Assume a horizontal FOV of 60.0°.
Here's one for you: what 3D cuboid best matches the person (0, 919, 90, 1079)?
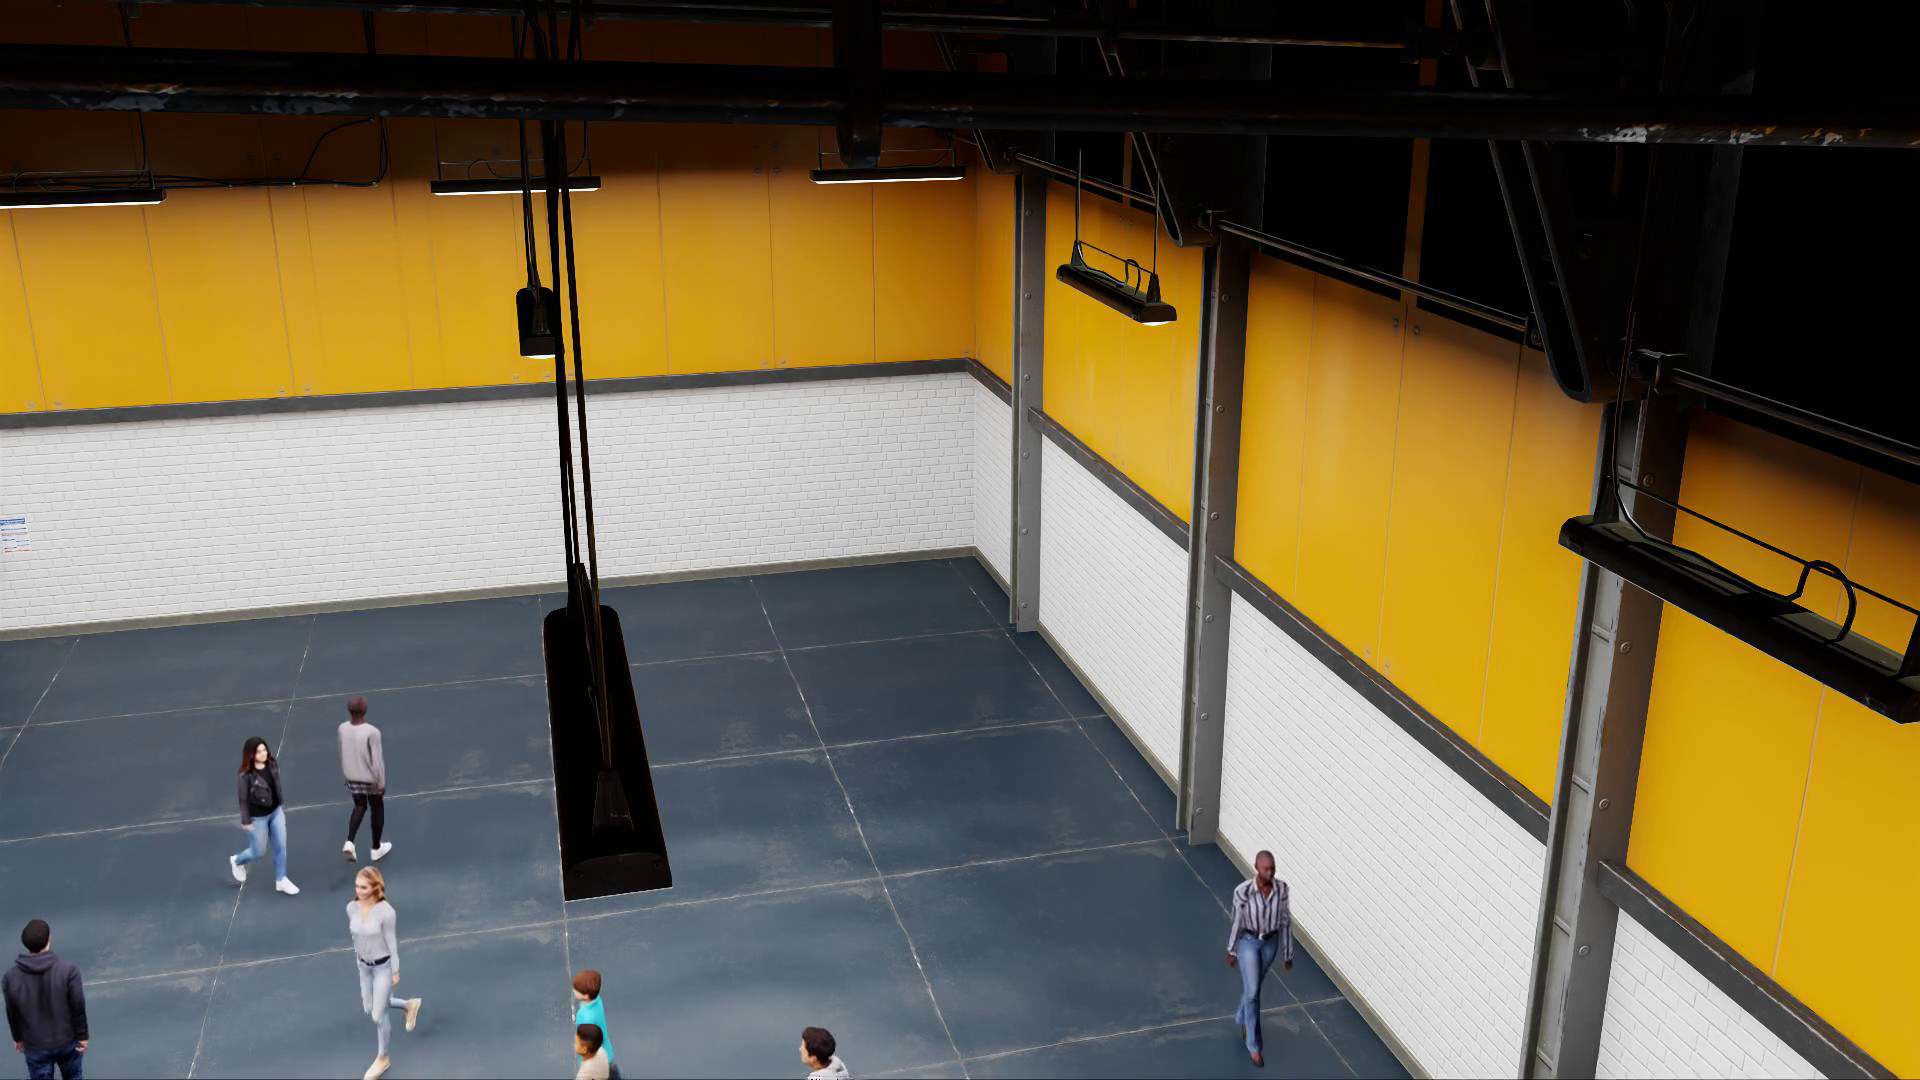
[{"bbox_3d":[-6.631,3.680,12.101,0.756,1.874,1.040,-7,20,-20],"label":"person"}]

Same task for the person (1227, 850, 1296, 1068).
[{"bbox_3d":[2.369,3.272,13.470,0.656,1.772,0.866,-5,19,-15],"label":"person"}]

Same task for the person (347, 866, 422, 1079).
[{"bbox_3d":[-4.563,3.365,13.184,0.925,1.777,1.045,7,20,20],"label":"person"}]

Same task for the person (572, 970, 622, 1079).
[{"bbox_3d":[-2.644,3.831,12.370,0.779,1.415,0.958,1,19,2],"label":"person"}]

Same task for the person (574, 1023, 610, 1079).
[{"bbox_3d":[-2.483,4.053,11.672,0.843,1.439,0.982,2,19,5],"label":"person"}]

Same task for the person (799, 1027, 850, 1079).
[{"bbox_3d":[-0.792,4.079,10.913,1.123,1.875,1.249,4,19,11],"label":"person"}]

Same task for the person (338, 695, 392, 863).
[{"bbox_3d":[-5.852,2.360,16.197,0.844,1.760,0.977,4,19,13],"label":"person"}]

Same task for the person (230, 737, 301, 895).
[{"bbox_3d":[-6.635,2.599,15.717,1.008,1.614,0.982,8,20,22],"label":"person"}]
